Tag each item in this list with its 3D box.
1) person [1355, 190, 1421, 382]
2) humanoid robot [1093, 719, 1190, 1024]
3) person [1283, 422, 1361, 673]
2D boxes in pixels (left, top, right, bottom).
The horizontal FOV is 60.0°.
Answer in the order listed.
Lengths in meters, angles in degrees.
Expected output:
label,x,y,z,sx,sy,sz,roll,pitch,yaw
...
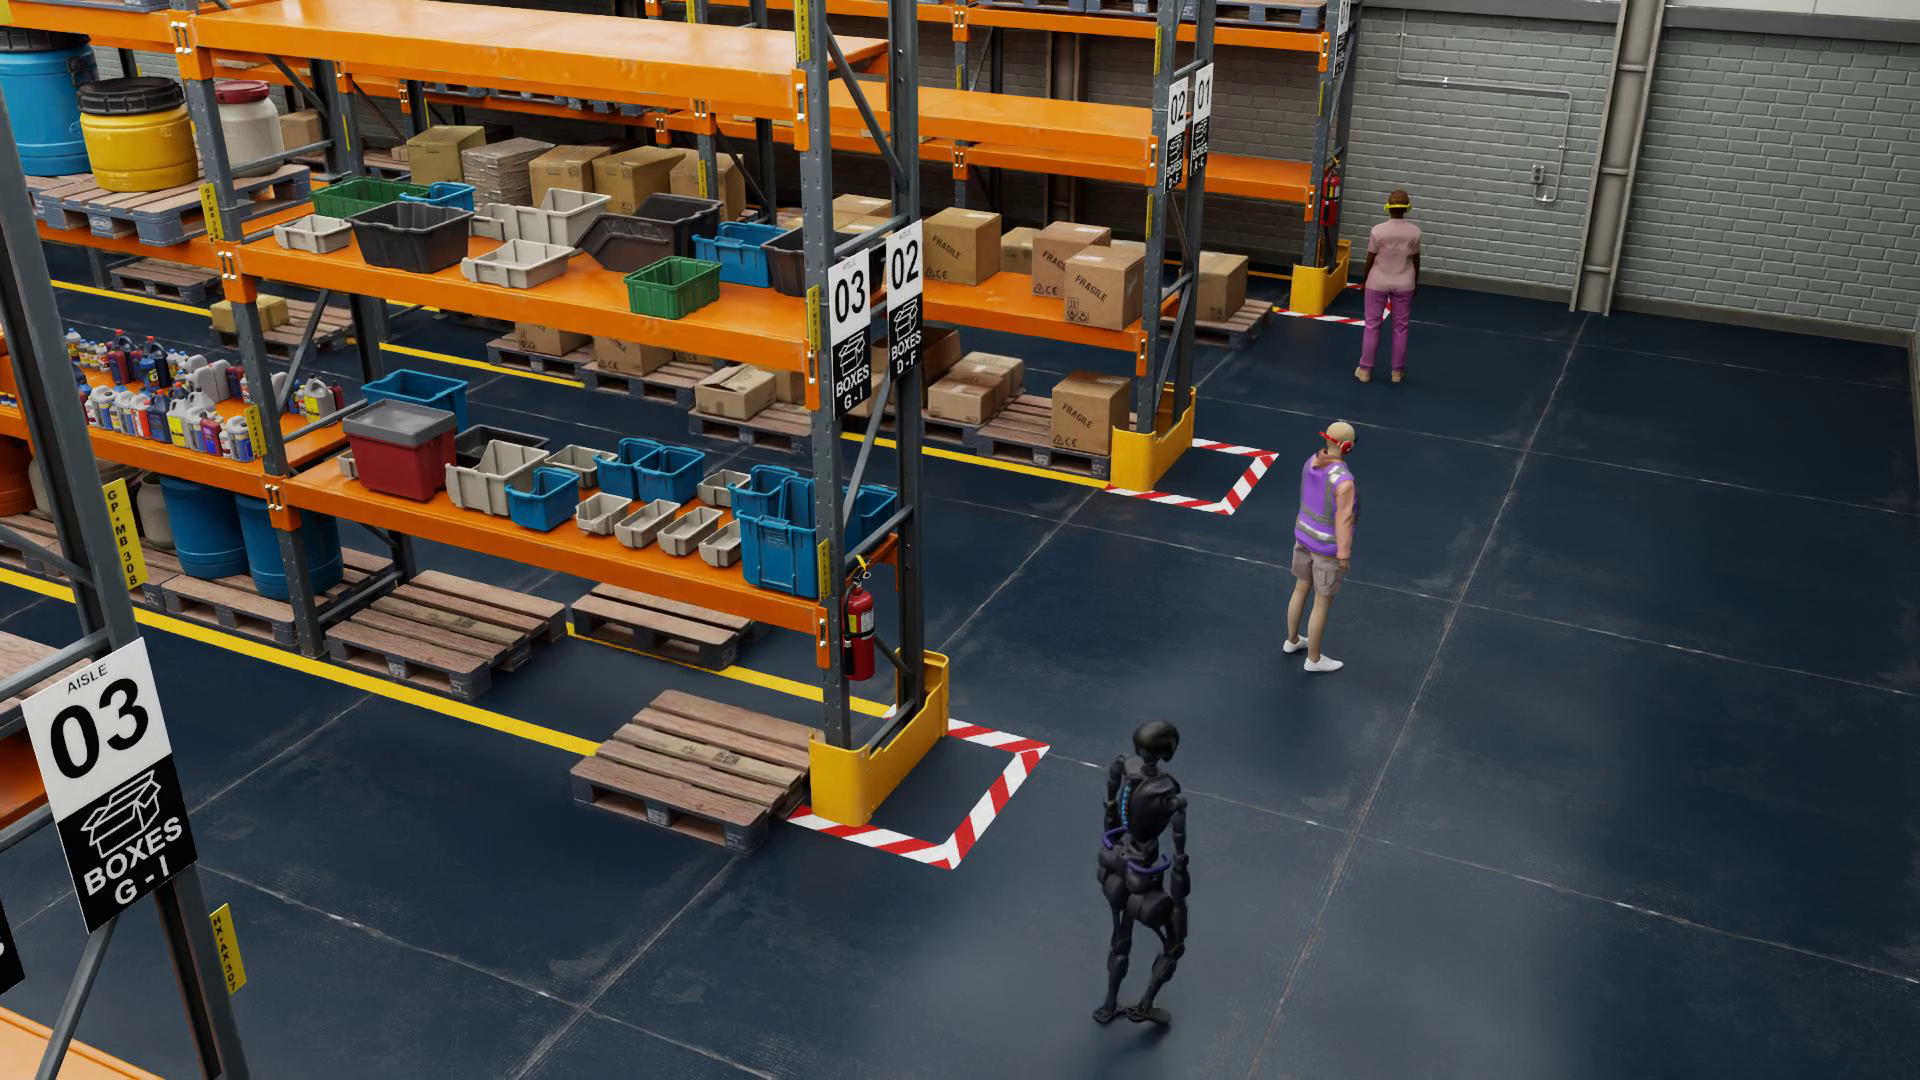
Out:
label,x,y,z,sx,sy,sz,roll,pitch,yaw
person,3.949,-2.327,15.287,0.524,1.803,0.331,2,26,4
humanoid robot,0.814,1.531,7.621,0.360,1.647,0.599,-16,31,-29
person,2.319,0.039,10.628,0.352,1.688,0.489,-11,28,-20
